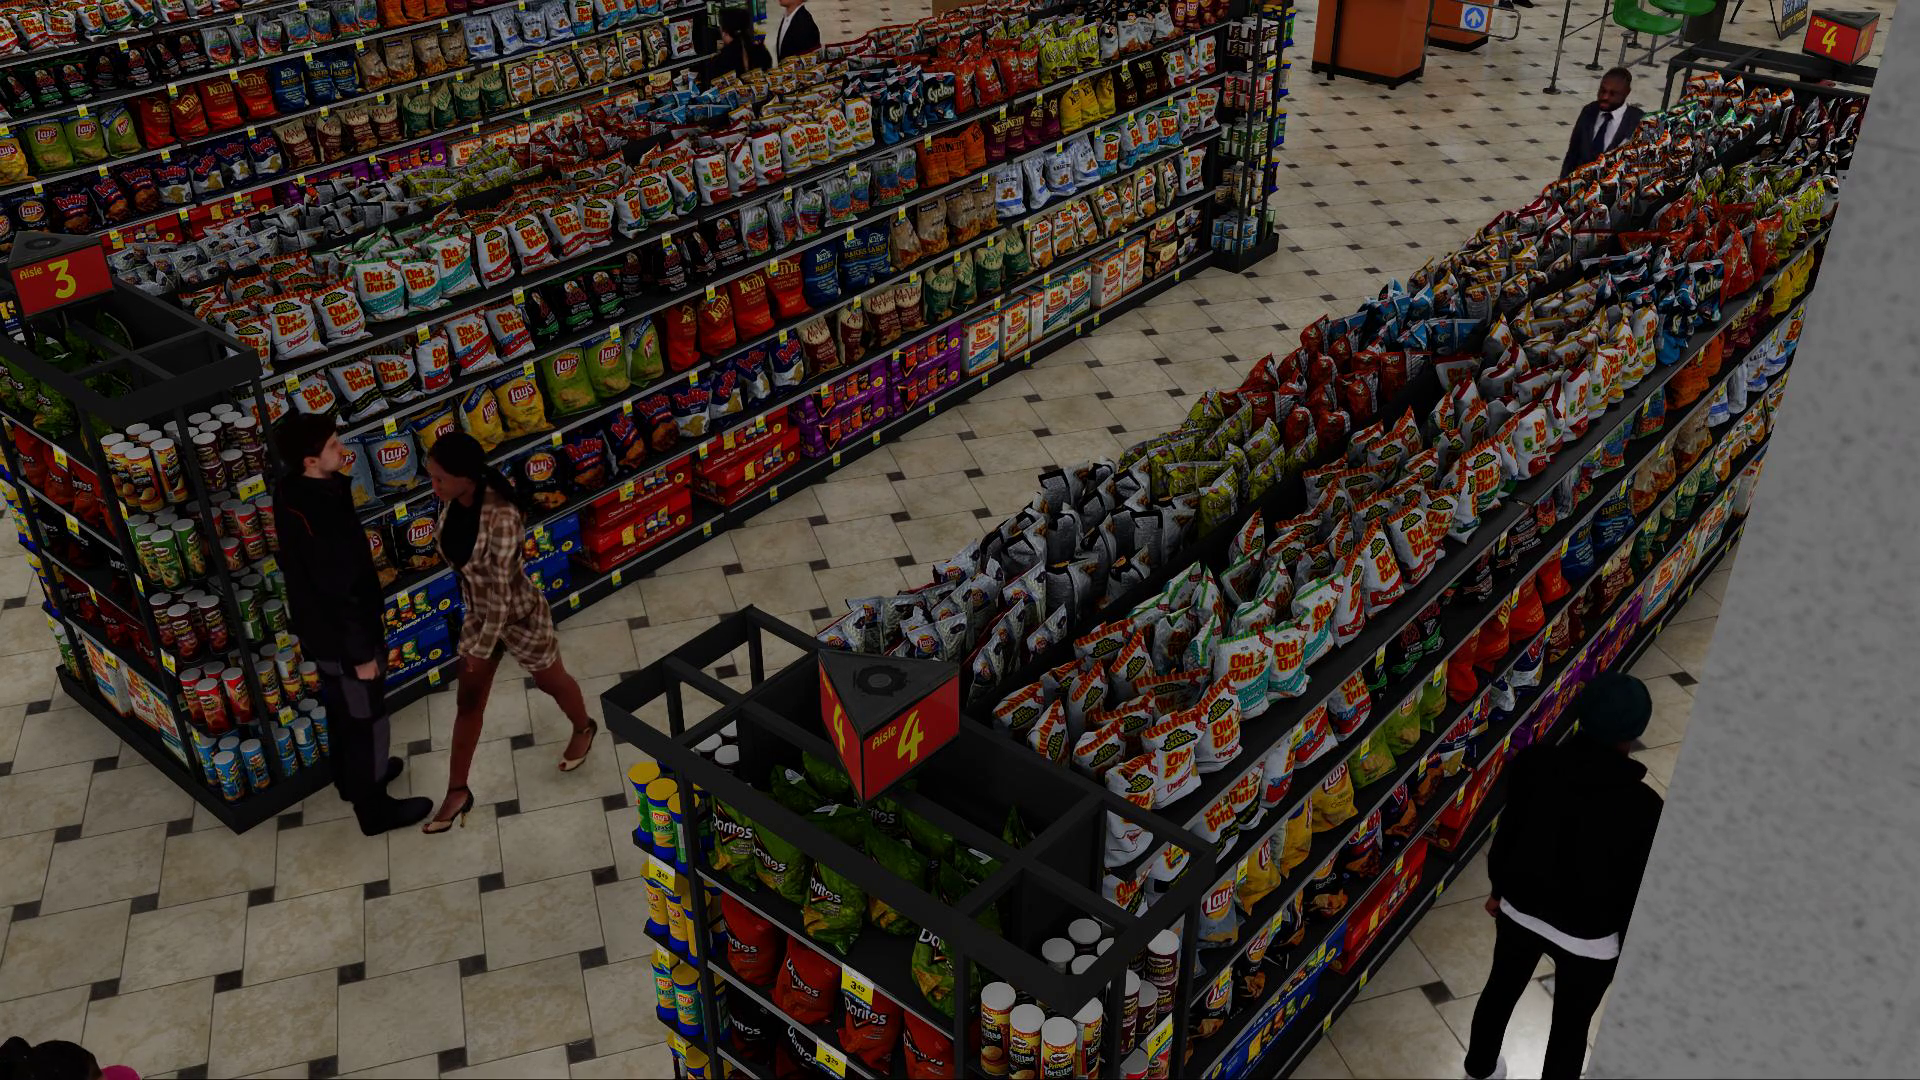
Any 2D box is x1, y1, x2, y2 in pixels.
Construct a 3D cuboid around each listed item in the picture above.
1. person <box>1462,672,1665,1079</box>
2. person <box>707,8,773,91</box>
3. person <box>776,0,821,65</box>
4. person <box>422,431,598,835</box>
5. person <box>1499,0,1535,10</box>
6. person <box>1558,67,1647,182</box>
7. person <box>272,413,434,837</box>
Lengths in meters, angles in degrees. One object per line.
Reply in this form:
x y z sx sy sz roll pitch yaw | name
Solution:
1.858 1.164 5.152 0.675 1.817 0.564 26 40 35 | person
-1.527 -2.924 11.874 0.814 1.655 0.612 24 39 33 | person
-1.130 -3.193 12.025 0.763 1.954 0.793 -13 34 -20 | person
-1.715 0.310 6.600 0.611 1.738 1.105 22 38 31 | person
6.031 -6.589 17.610 0.698 1.819 0.813 -10 33 -15 | person
3.991 -2.047 10.319 0.773 1.810 0.783 -23 39 -32 | person
-2.431 0.336 6.464 0.673 1.837 0.777 -20 37 -29 | person
